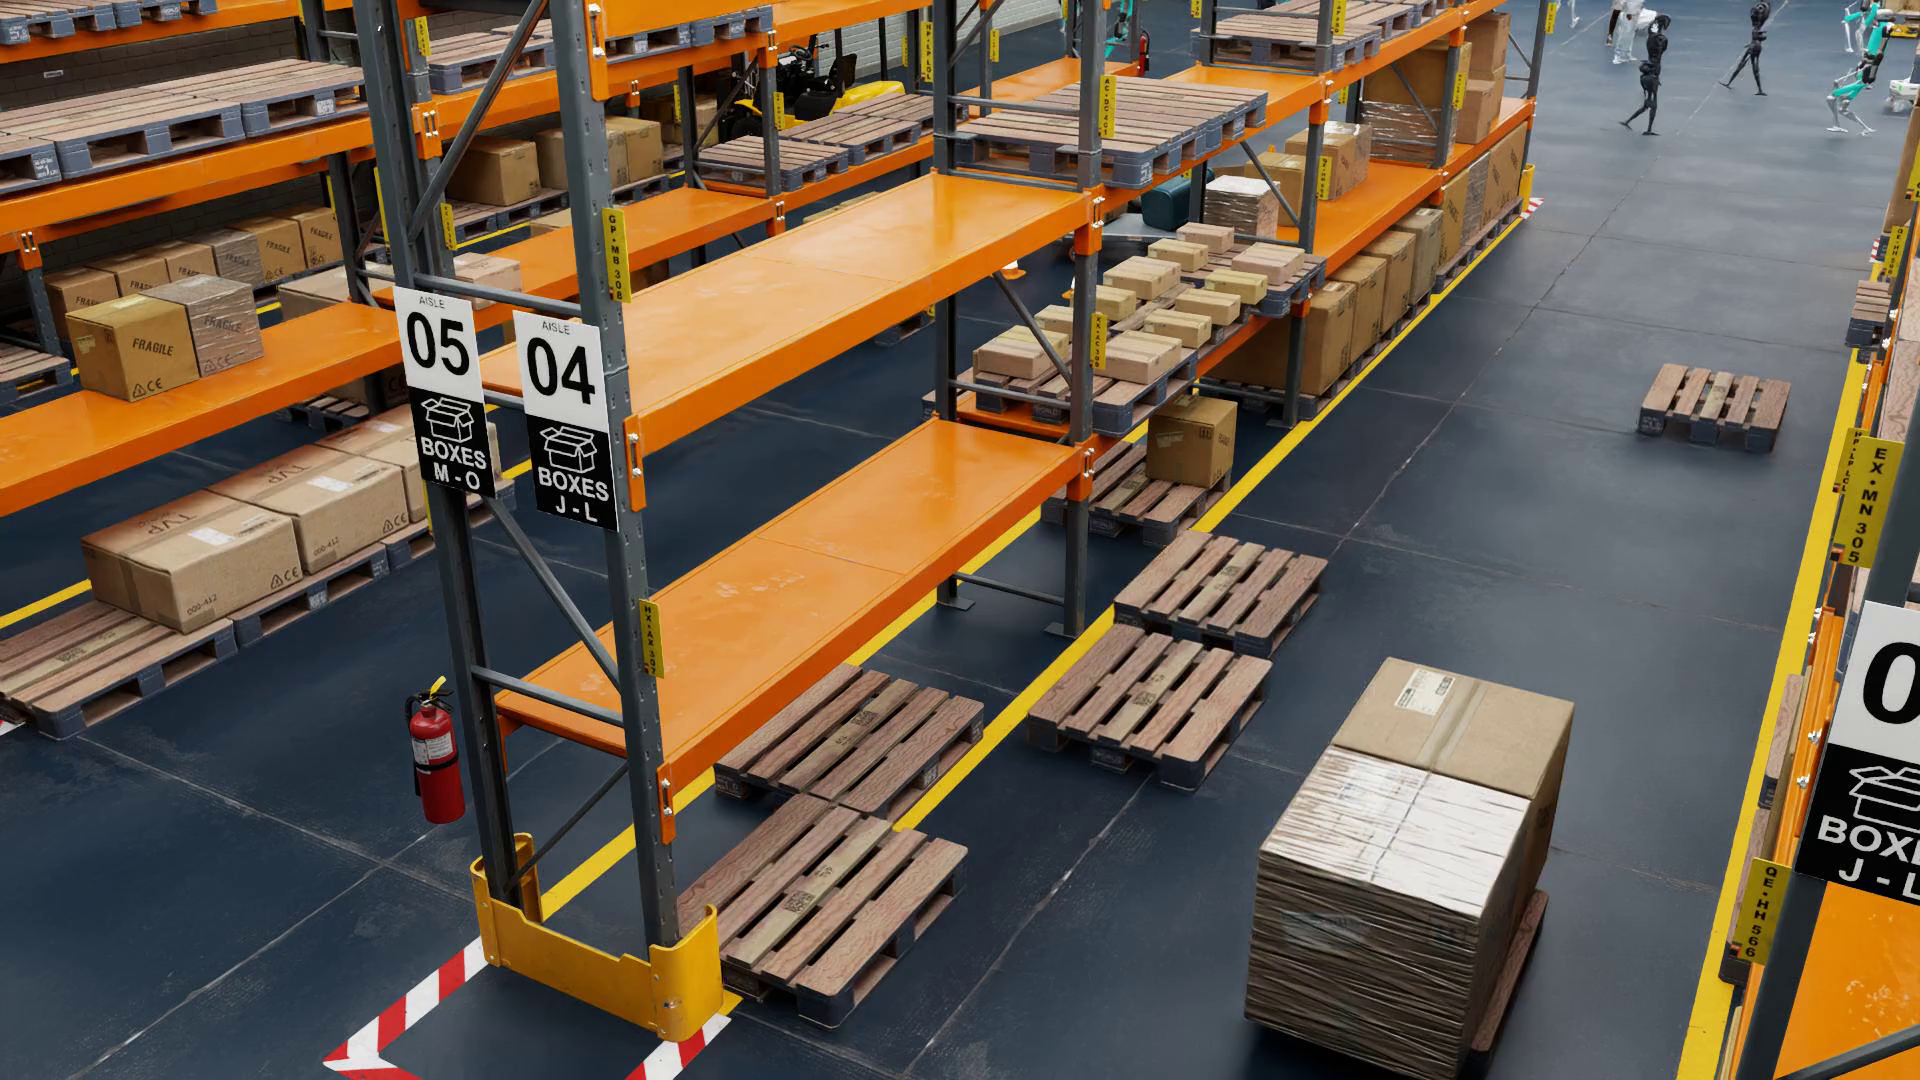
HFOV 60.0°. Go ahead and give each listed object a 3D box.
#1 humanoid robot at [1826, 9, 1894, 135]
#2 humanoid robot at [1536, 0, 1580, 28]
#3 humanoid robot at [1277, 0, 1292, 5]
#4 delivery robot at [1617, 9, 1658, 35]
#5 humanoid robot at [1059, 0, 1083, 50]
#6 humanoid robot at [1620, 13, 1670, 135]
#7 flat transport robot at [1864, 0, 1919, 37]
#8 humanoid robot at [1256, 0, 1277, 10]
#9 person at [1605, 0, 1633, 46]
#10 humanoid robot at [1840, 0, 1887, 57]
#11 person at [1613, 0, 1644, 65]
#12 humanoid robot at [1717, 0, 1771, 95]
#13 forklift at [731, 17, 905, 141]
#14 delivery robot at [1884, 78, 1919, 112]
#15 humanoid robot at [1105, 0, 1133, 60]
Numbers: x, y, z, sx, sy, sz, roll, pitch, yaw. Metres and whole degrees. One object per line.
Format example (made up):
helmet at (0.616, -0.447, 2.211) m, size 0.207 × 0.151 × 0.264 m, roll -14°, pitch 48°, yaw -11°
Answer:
humanoid robot at (12.412, -6.434, 23.027) m, size 0.922 × 1.766 × 0.539 m, roll 5°, pitch 26°, yaw 10°
humanoid robot at (11.618, -10.743, 31.975) m, size 0.998 × 1.760 × 0.550 m, roll 1°, pitch 26°, yaw 1°
humanoid robot at (6.059, -10.101, 30.719) m, size 0.674 × 1.868 × 0.538 m, roll 19°, pitch 31°, yaw 34°
delivery robot at (12.801, -9.795, 31.380) m, size 0.801 × 0.608 × 0.499 m, roll -16°, pitch 30°, yaw -29°
humanoid robot at (1.940, -9.498, 29.380) m, size 0.553 × 1.778 × 0.833 m, roll 9°, pitch 27°, yaw 17°
humanoid robot at (9.699, -6.547, 23.370) m, size 0.532 × 1.646 × 0.601 m, roll 4°, pitch 26°, yaw 9°
flat transport robot at (17.856, -9.745, 31.591) m, size 0.659 × 0.231 × 1.431 m, roll 15°, pitch 29°, yaw 28°
humanoid robot at (4.997, -8.368, 27.109) m, size 0.503 × 1.640 × 0.601 m, roll -10°, pitch 27°, yaw -20°
person at (12.058, -9.925, 30.038) m, size 0.611 × 1.952 × 0.386 m, roll 2°, pitch 26°, yaw 4°
humanoid robot at (15.796, -9.298, 29.069) m, size 0.530 × 1.841 × 0.829 m, roll -11°, pitch 28°, yaw -22°
person at (11.510, -9.109, 28.429) m, size 0.735 × 1.874 × 0.383 m, roll -21°, pitch 33°, yaw -36°
humanoid robot at (12.377, -7.804, 25.984) m, size 0.751 × 1.629 × 0.612 m, roll 11°, pitch 28°, yaw 21°
forklift at (-1.819, -5.975, 21.543) m, size 2.313 × 2.155 × 1.214 m, roll 14°, pitch 29°, yaw 26°
delivery robot at (14.359, -6.719, 24.967) m, size 0.793 × 0.590 × 0.499 m, roll 0°, pitch 26°, yaw 0°
humanoid robot at (2.422, -8.070, 26.450) m, size 0.758 × 1.813 × 0.532 m, roll 7°, pitch 27°, yaw 14°
